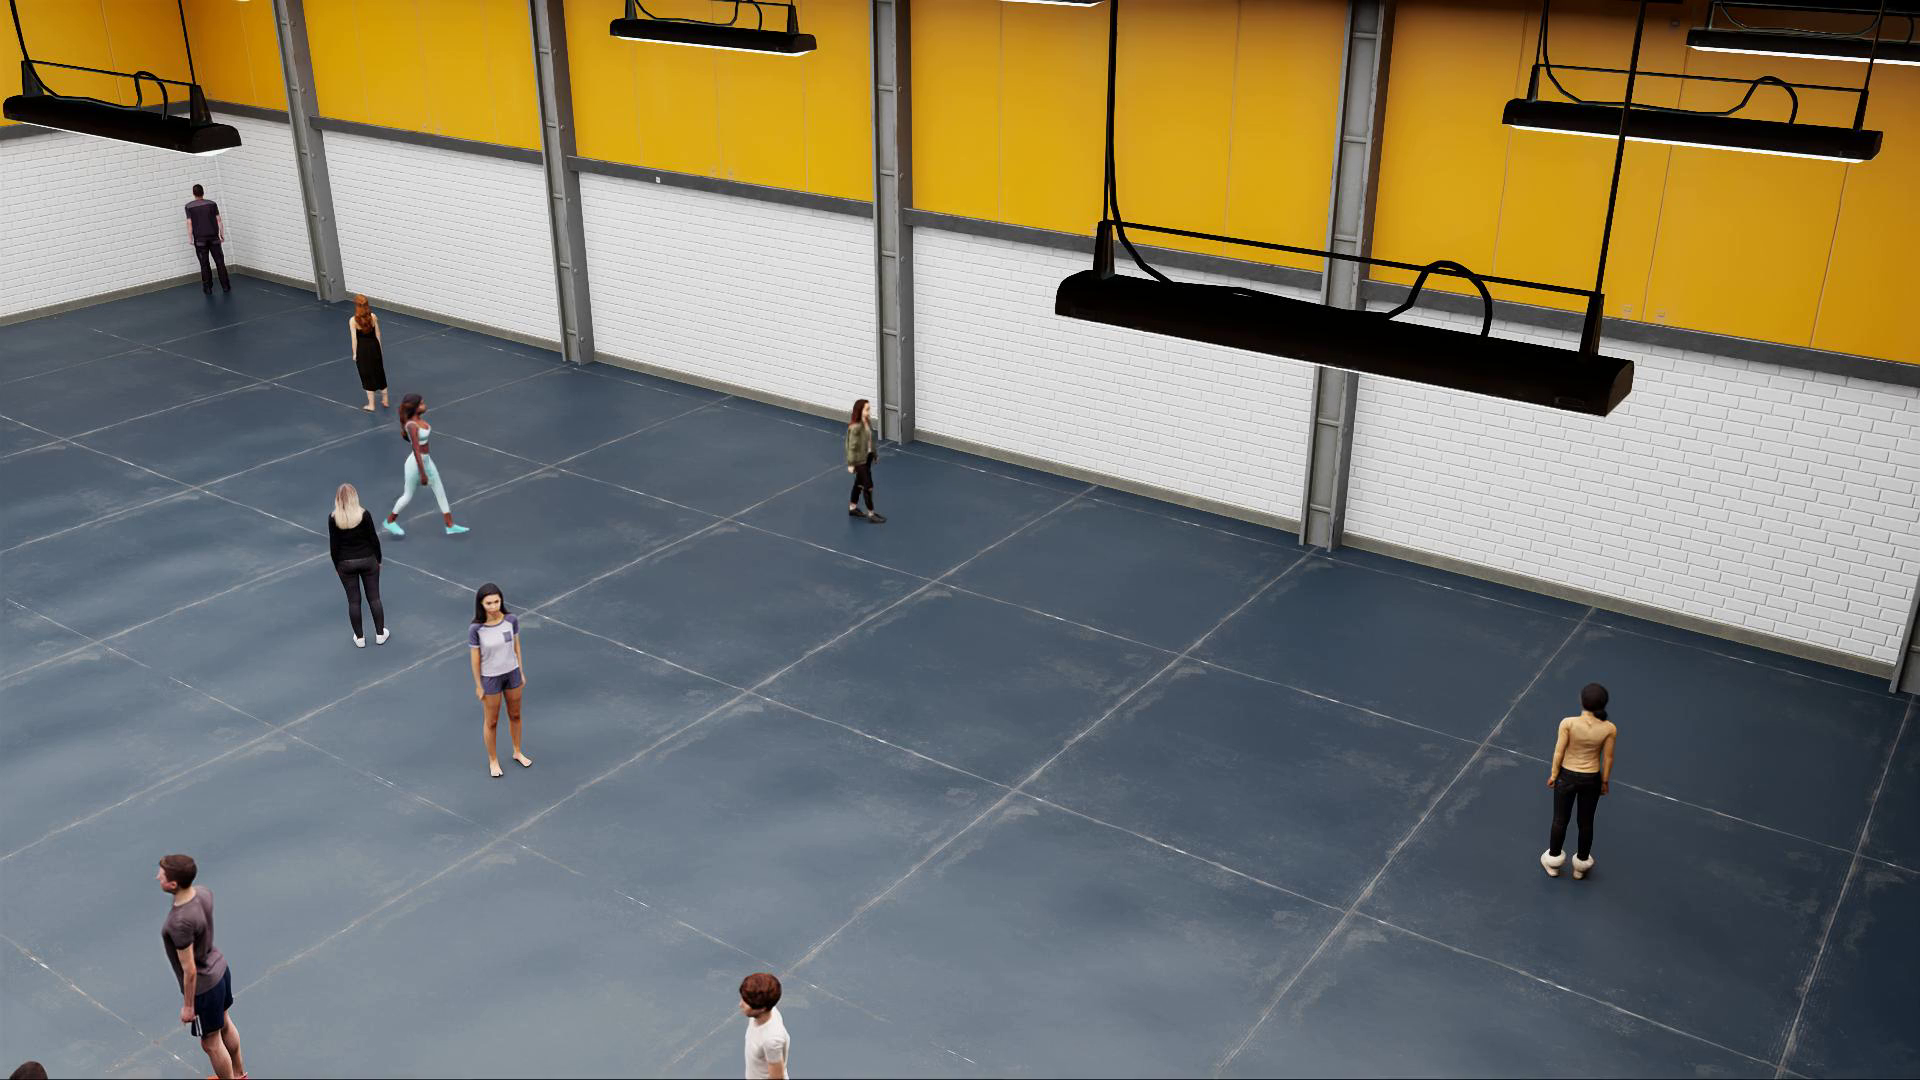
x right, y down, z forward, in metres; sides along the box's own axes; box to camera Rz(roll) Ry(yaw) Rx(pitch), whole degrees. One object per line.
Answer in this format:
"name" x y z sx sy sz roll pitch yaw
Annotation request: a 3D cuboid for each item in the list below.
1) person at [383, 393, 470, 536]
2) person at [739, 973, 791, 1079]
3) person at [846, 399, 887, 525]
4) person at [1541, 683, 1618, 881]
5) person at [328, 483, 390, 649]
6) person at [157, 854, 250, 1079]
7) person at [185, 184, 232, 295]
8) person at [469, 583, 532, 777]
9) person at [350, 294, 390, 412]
"person" -6.133 -0.797 18.625 1.214 1.684 1.045 -1 24 -2
"person" -1.099 3.181 9.565 0.719 1.651 0.625 -10 25 -21
"person" -1.197 -0.923 19.195 0.827 1.458 0.689 10 26 23
"person" 4.719 1.821 12.668 0.601 1.657 0.733 6 24 13
"person" -5.882 0.245 16.238 0.695 1.686 0.725 -7 25 -16
"person" -4.690 2.742 10.319 0.771 1.853 0.718 -3 24 -8
"person" -12.858 -5.151 28.383 0.806 1.845 0.766 -13 27 -27
"person" -3.897 1.160 14.088 0.642 1.733 0.597 -17 29 -33
"person" -8.098 -2.575 22.767 0.612 1.624 0.616 -21 31 -39
